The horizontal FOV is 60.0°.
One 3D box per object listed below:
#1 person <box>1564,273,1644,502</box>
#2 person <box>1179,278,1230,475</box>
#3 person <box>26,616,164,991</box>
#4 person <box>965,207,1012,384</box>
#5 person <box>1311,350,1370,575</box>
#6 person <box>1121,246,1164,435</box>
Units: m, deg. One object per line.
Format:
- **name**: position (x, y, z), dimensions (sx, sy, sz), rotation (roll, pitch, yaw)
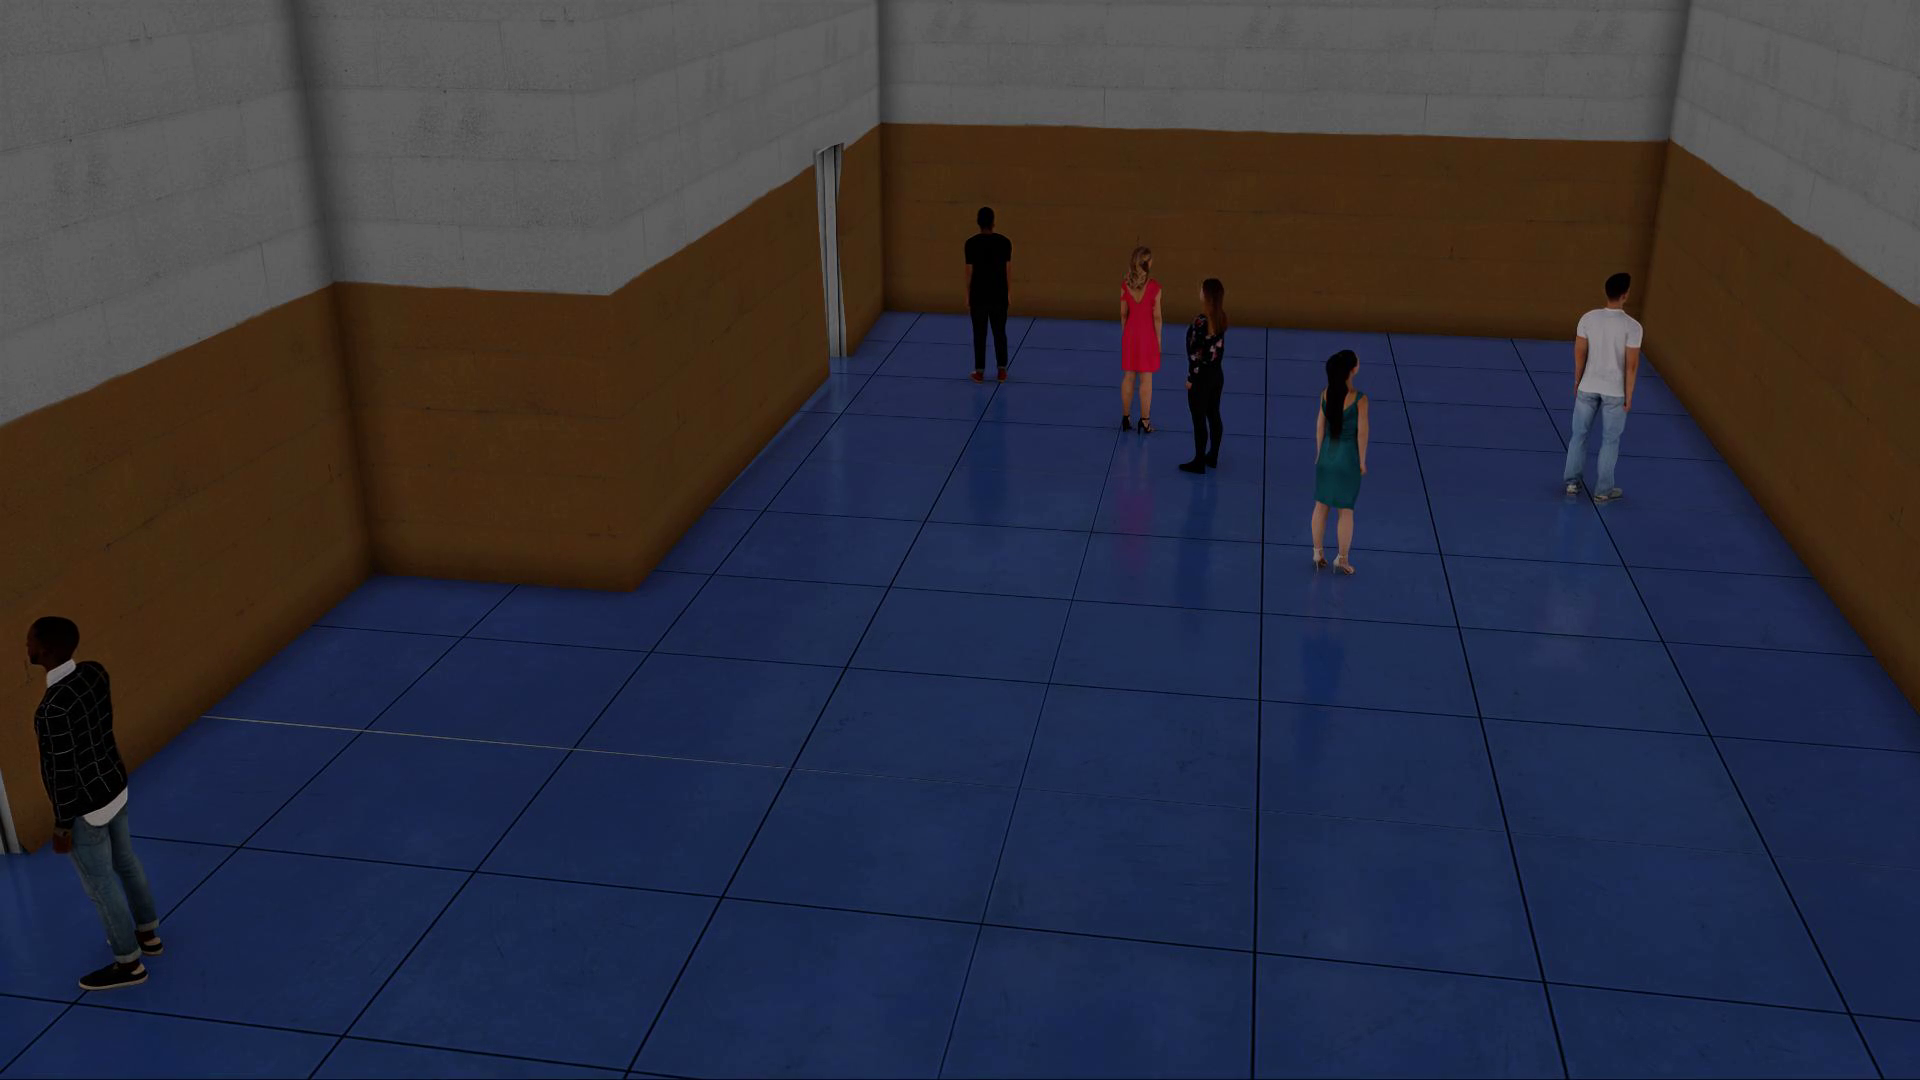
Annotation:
- **person**: position (5.223, -1.245, 13.502), dimensions (0.695, 1.864, 0.813), rotation (19, 29, 39)
- **person**: position (2.098, -1.401, 14.134), dimensions (0.668, 1.683, 0.645), rotation (19, 29, 40)
- **person**: position (-3.926, 1.175, 7.538), dimensions (0.621, 1.821, 0.698), rotation (0, 22, -1)
- **person**: position (0.286, -2.444, 16.634), dimensions (0.576, 1.756, 0.736), rotation (-2, 22, -5)
- **person**: position (2.741, -0.562, 12.043), dimensions (0.578, 1.685, 0.680), rotation (18, 28, 38)
- **person**: position (1.632, -1.823, 15.123), dimensions (0.608, 1.728, 0.713), rotation (15, 26, 33)
